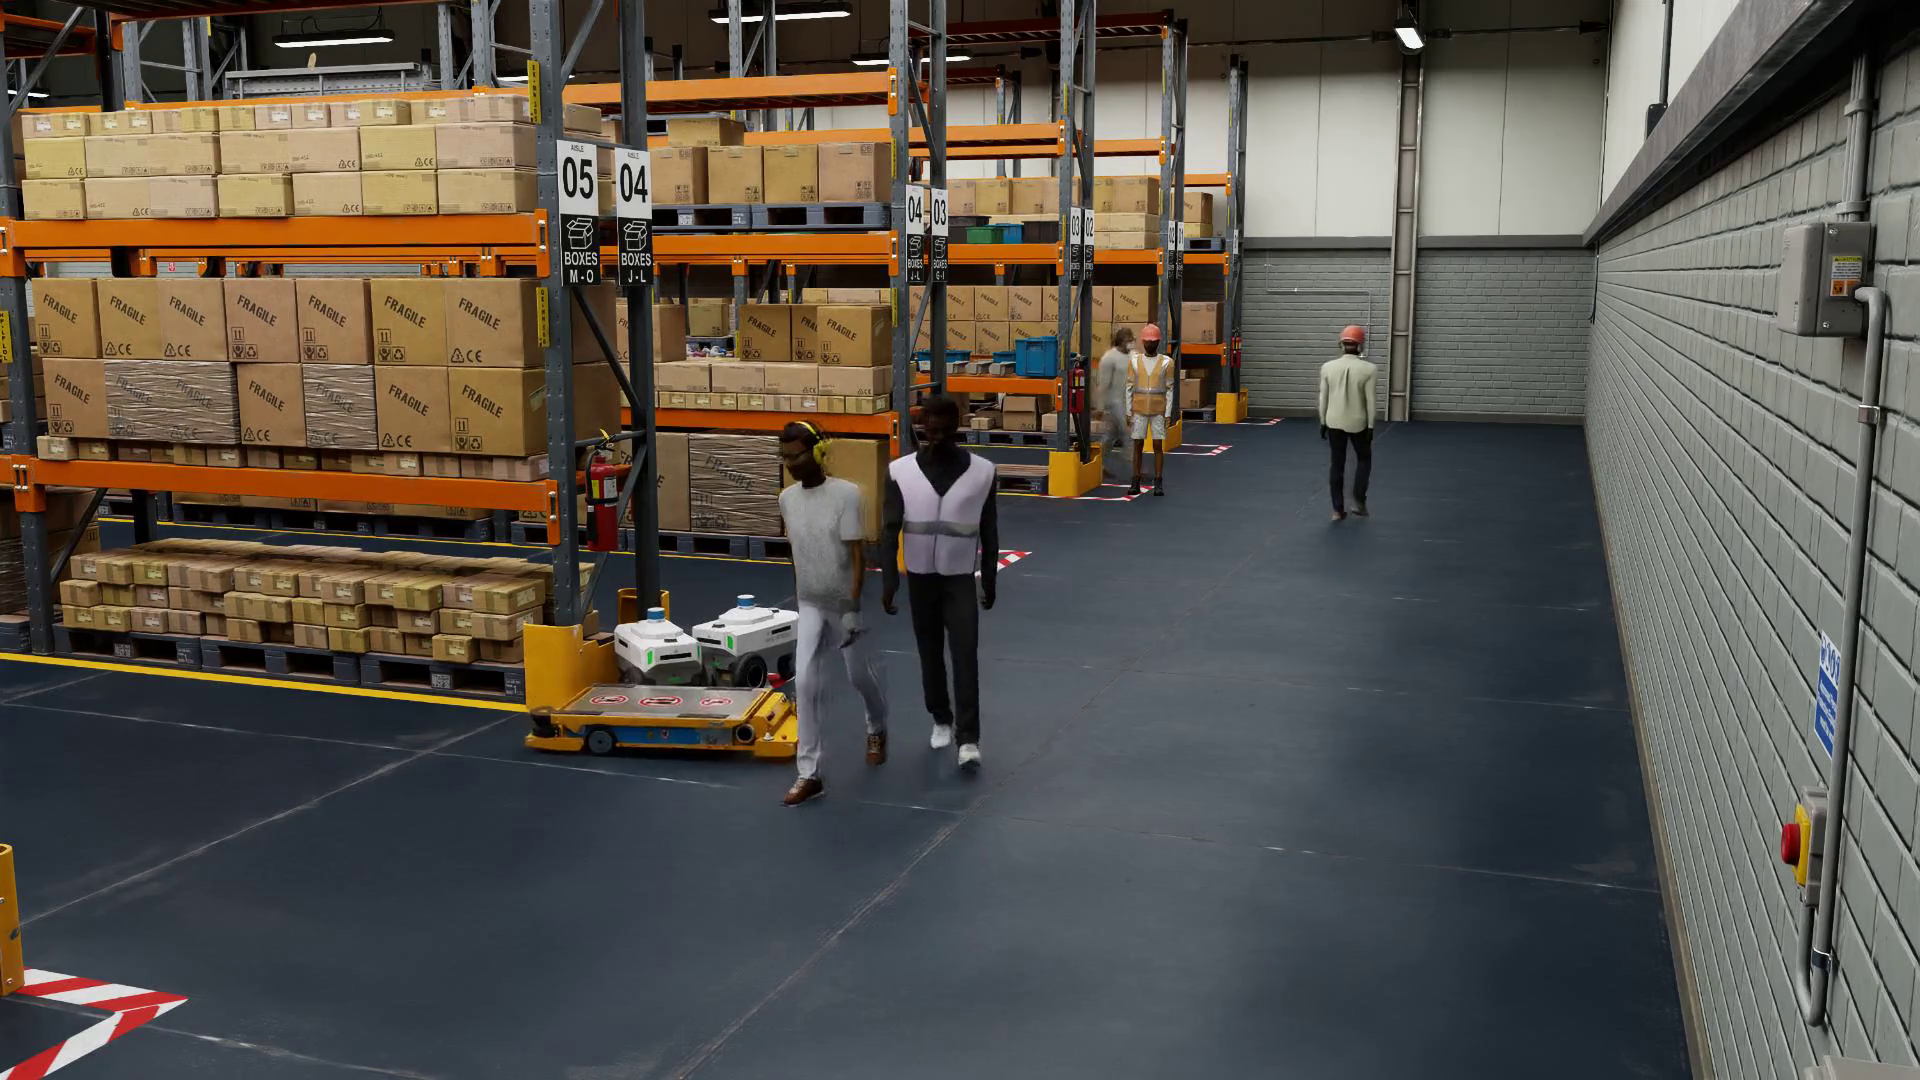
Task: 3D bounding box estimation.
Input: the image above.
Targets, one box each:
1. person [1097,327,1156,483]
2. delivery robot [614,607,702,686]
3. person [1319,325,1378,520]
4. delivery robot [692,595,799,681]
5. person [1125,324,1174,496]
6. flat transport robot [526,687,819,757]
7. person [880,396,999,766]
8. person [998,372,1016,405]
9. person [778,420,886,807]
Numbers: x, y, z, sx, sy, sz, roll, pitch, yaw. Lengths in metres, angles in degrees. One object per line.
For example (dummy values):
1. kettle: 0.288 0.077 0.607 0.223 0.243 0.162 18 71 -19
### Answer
1. person: 1.957 -1.620 19.981 1.012 1.873 0.711 9 12 43
2. delivery robot: -1.764 0.636 9.681 0.477 0.478 0.707 -5 10 -27
3. person: 3.959 -1.188 16.933 0.624 1.977 0.539 4 10 26
4. delivery robot: -1.287 0.576 10.057 0.477 0.478 0.707 6 11 32
5. person: 2.132 -1.461 18.749 0.545 1.942 0.349 2 9 12
6. flat transport robot: -1.515 0.953 8.881 1.431 0.197 0.652 1 9 6
7. person: -0.104 0.216 8.474 0.601 1.871 0.954 0 9 1
8. person: 0.769 -2.976 28.388 0.575 1.883 0.355 -7 11 -36
9. person: -0.625 0.303 8.147 0.535 1.813 0.982 3 10 20
